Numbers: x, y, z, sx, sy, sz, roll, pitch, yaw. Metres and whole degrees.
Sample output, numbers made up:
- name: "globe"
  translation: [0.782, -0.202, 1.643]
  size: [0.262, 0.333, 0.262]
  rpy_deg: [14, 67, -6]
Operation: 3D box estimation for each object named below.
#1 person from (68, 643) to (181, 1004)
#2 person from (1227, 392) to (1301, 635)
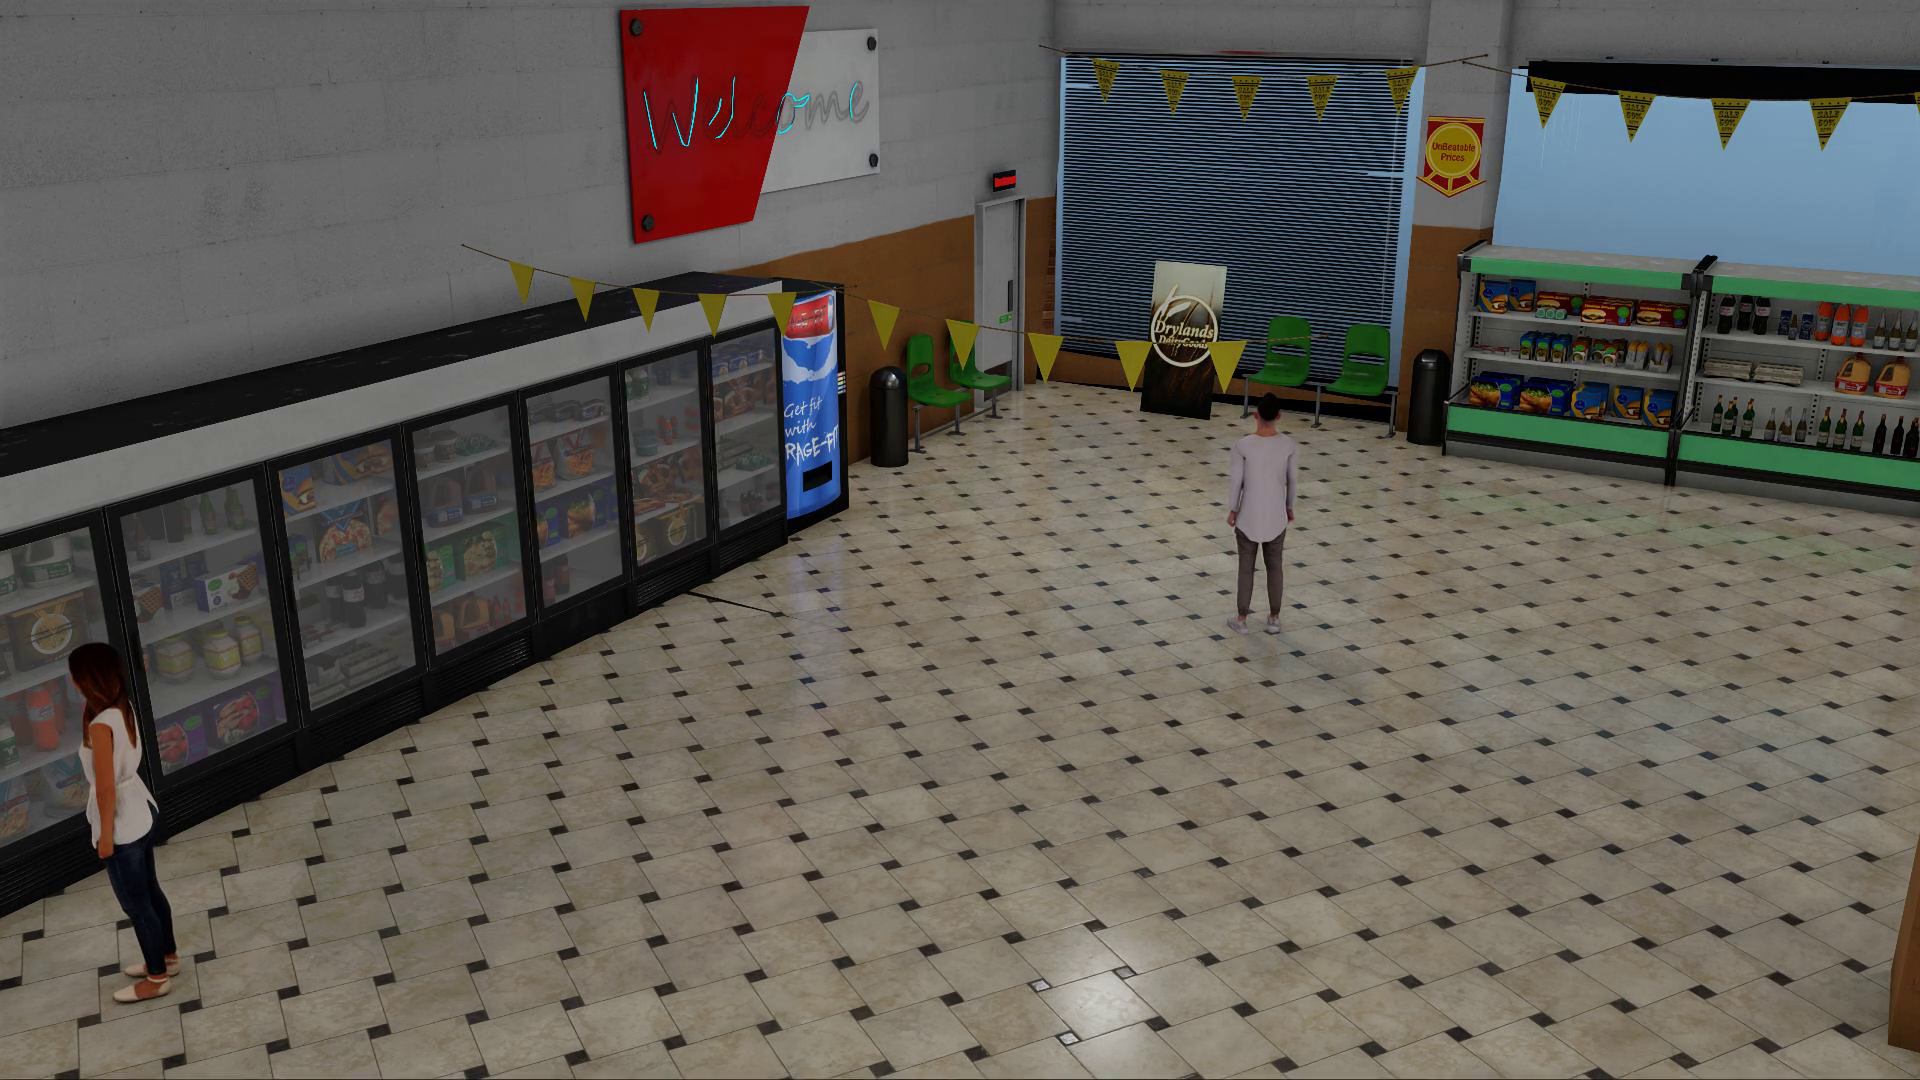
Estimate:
- name: "person"
  translation: [-3.921, 1.325, 7.859]
  size: [0.725, 1.782, 0.663]
  rpy_deg: [-5, 19, -15]
- name: "person"
  translation: [2.234, -0.201, 12.291]
  size: [0.711, 1.841, 0.816]
  rpy_deg: [-1, 19, -4]
